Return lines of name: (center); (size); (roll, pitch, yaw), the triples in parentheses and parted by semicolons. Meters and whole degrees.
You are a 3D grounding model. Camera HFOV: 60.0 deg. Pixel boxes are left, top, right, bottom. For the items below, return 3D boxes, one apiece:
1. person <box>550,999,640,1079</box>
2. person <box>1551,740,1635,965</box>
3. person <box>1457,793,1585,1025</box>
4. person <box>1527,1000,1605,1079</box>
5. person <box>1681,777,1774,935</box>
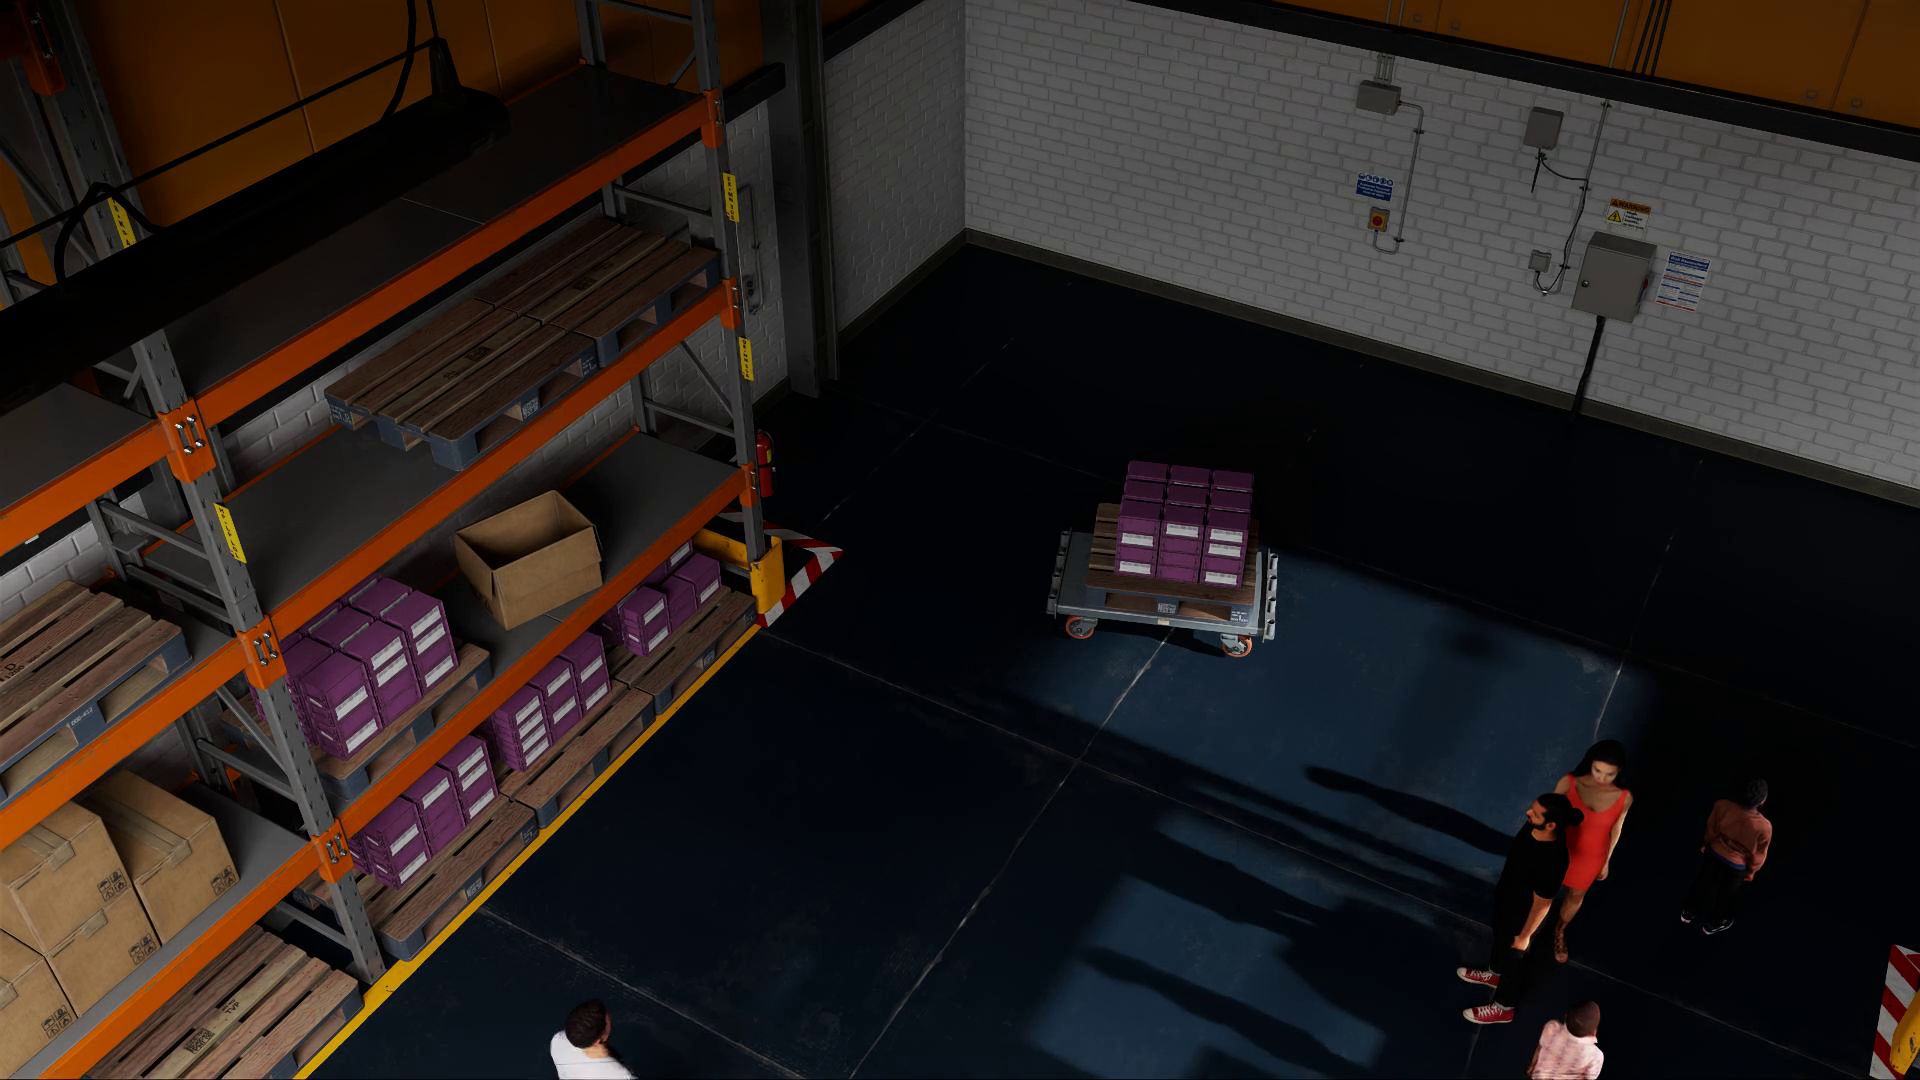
person: (-1.791, 2.916, 8.135); (0.721, 1.840, 0.746); (22, 44, 26)
person: (3.566, 1.794, 9.636); (0.632, 1.719, 0.588); (10, 40, 12)
person: (3.143, 2.040, 9.297); (0.775, 1.758, 0.648); (4, 39, 5)
person: (3.095, 2.838, 8.661); (0.539, 1.306, 0.545); (32, 48, 33)
person: (4.581, 1.870, 9.913); (0.570, 1.254, 0.579); (-28, 47, -31)
